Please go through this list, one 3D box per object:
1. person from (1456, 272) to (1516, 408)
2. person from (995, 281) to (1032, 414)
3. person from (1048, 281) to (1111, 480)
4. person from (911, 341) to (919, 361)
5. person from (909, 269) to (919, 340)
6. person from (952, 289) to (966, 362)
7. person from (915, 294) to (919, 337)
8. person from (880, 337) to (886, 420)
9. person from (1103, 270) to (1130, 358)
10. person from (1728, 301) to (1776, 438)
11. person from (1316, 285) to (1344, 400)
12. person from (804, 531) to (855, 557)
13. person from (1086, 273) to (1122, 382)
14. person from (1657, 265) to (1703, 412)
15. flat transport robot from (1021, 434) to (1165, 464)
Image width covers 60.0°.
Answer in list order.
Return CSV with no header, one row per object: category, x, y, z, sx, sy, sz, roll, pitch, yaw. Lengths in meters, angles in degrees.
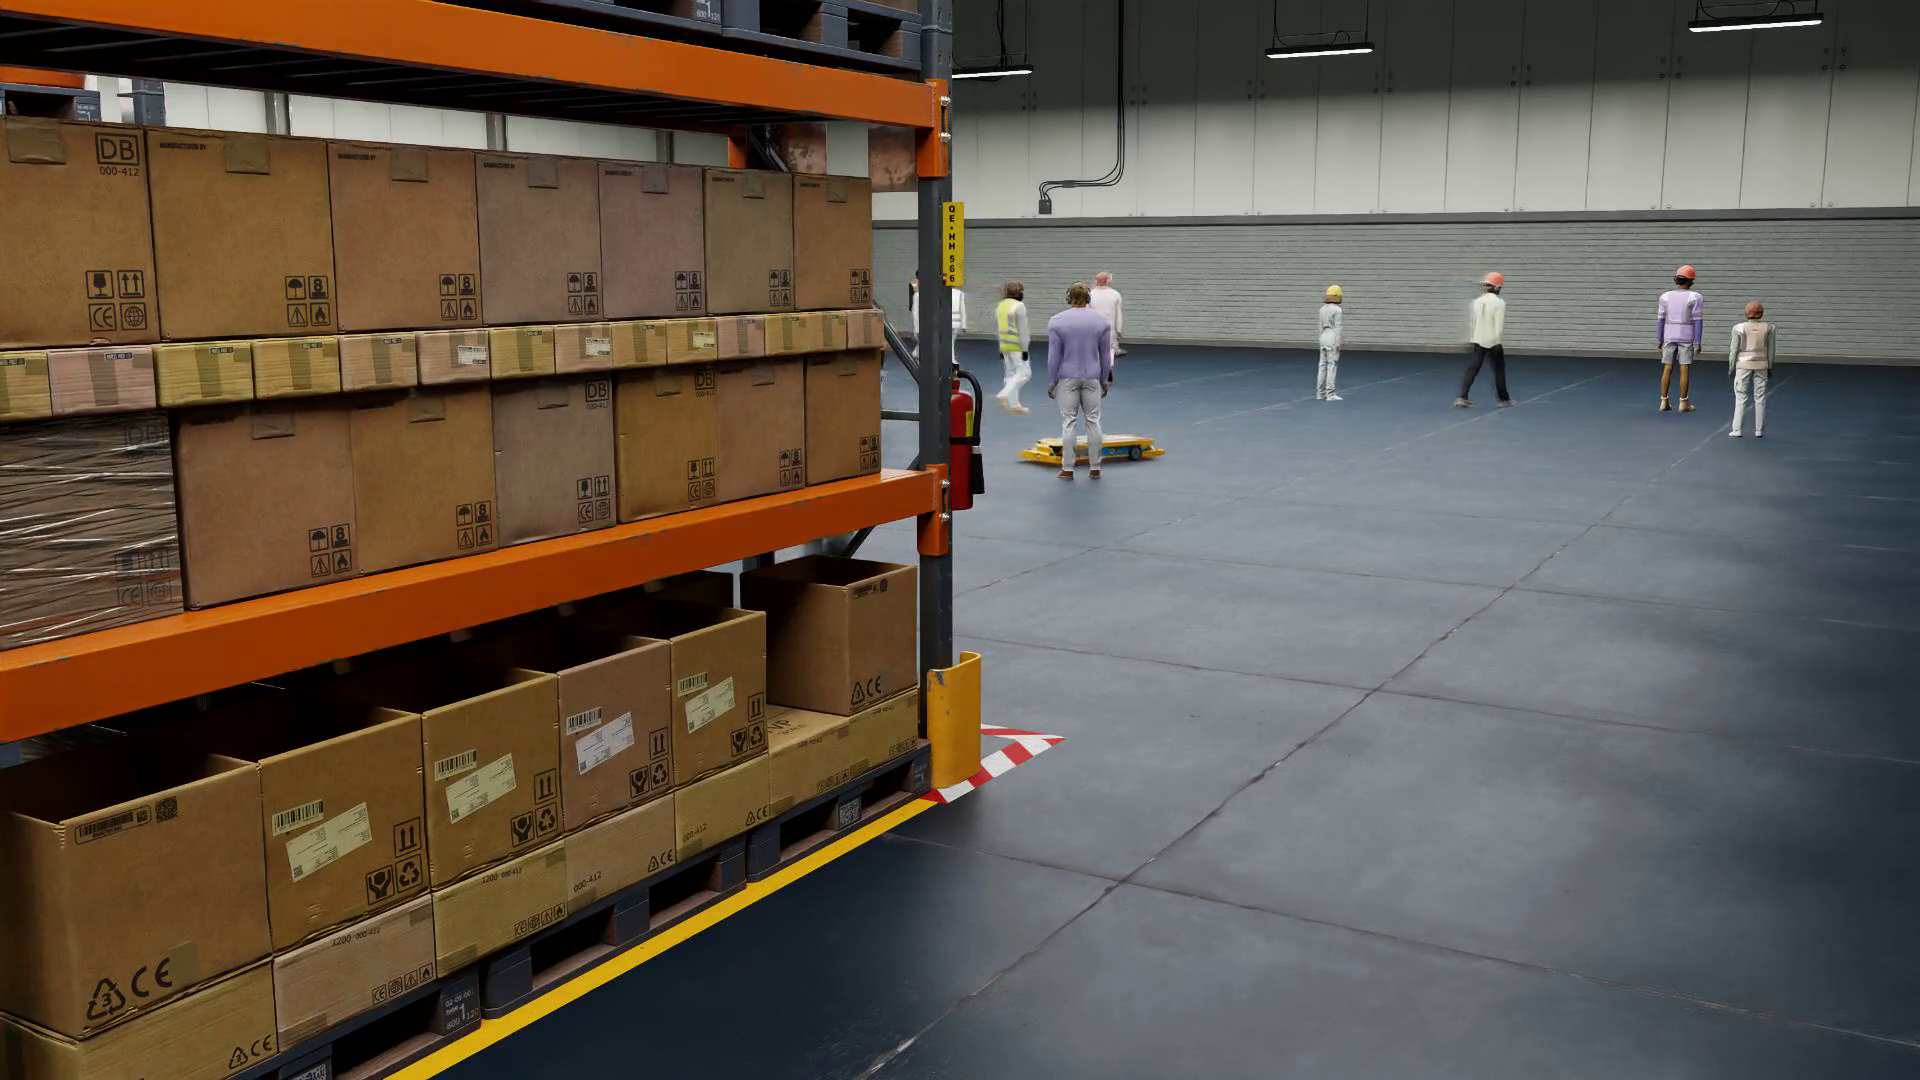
person,7.572,-2.863,23.895,1.016,1.947,0.633,-5,11,-27
person,0.726,-2.629,22.834,0.505,1.831,0.645,-5,11,-28
person,1.156,-1.541,16.181,0.627,1.933,0.376,-1,10,-6
person,-0.630,-4.601,34.229,1.033,1.884,0.633,2,10,10
person,-1.045,-6.118,43.262,0.624,1.838,0.430,-3,10,-18
person,-0.264,-3.826,29.773,0.612,1.852,0.854,-6,11,-31
person,-0.460,-3.576,28.300,0.607,1.855,0.796,5,11,27
person,-1.065,-2.047,19.874,0.537,1.687,0.470,8,12,38
person,3.212,-4.826,35.600,0.967,1.856,0.681,3,10,15
person,9.502,-2.043,19.975,0.514,1.639,0.310,2,10,10
person,5.634,-2.981,25.189,0.312,1.736,0.498,-4,11,-23
person,-0.844,-0.331,10.023,0.505,1.623,0.497,-5,11,-26
person,2.421,-3.604,28.363,0.664,1.890,0.426,1,10,4
person,10.108,-2.820,23.341,0.615,2.041,0.384,9,13,44
flat transport robot,1.430,-0.984,17.777,1.431,0.197,0.652,-6,11,-31
